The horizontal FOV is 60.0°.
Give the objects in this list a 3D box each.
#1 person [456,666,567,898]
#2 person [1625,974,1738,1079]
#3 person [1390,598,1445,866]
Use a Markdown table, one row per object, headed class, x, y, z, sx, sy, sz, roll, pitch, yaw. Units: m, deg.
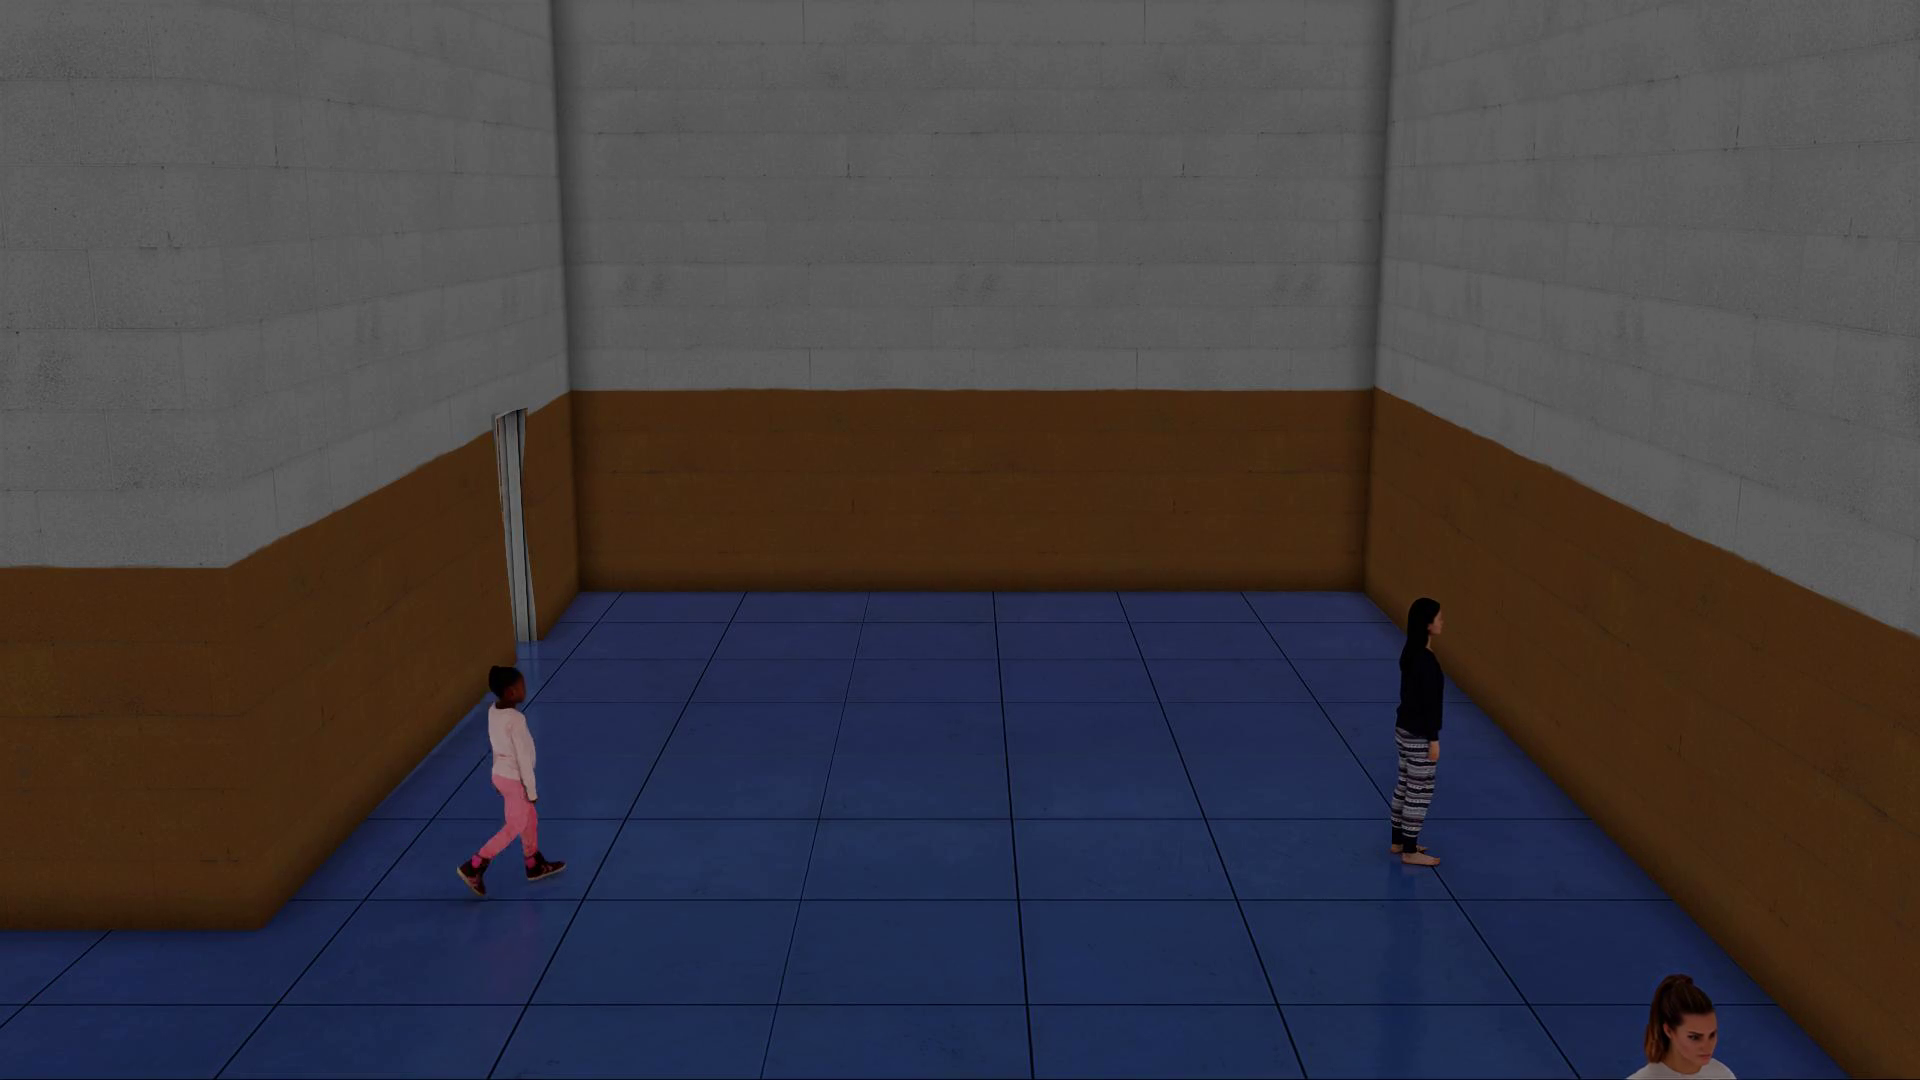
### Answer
| class | x | y | z | sx | sy | sz | roll | pitch | yaw |
| --- | --- | --- | --- | --- | --- | --- | --- | --- | --- |
| person | -2.786 | 1.470 | 10.151 | 1.020 | 1.426 | 0.909 | -9 | 15 | -38 |
| person | 2.372 | 2.285 | 5.569 | 0.564 | 1.719 | 0.733 | -4 | 12 | -17 |
| person | 2.927 | 1.210 | 10.637 | 0.540 | 1.734 | 0.623 | -1 | 12 | -5 |
